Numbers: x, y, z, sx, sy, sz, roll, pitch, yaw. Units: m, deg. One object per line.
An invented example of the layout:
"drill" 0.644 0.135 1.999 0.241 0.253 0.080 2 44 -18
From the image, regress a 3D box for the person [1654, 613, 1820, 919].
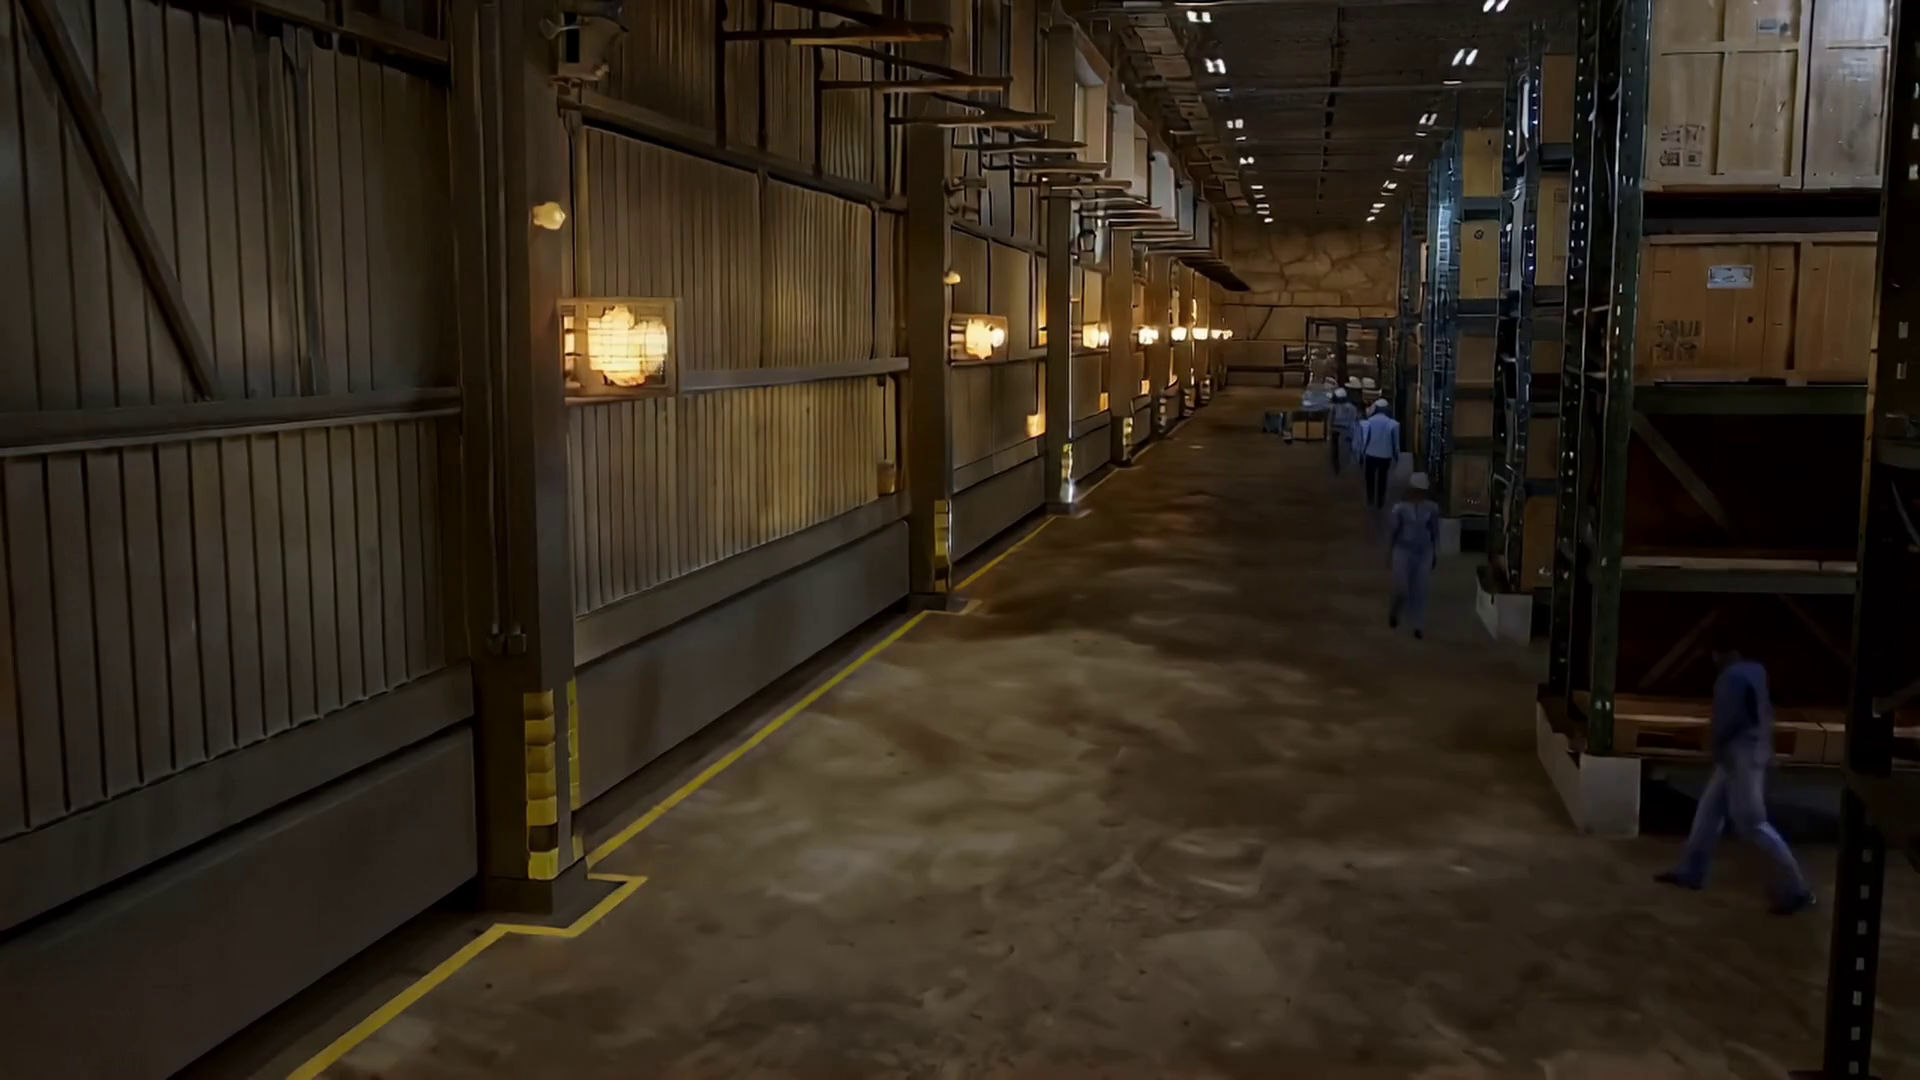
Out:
"person" 4.221 1.193 8.925 0.853 1.599 0.521 5 9 37

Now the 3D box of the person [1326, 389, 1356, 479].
"person" 8.133 -2.270 35.482 0.617 1.899 0.994 1 7 9

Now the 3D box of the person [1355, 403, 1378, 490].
"person" 7.970 -1.785 32.234 0.575 1.731 0.583 0 7 2

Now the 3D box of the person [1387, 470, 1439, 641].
"person" 4.597 0.142 16.864 0.487 1.724 0.461 0 7 0

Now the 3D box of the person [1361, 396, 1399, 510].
"person" 7.349 -1.514 29.056 0.652 1.979 0.435 2 7 13
